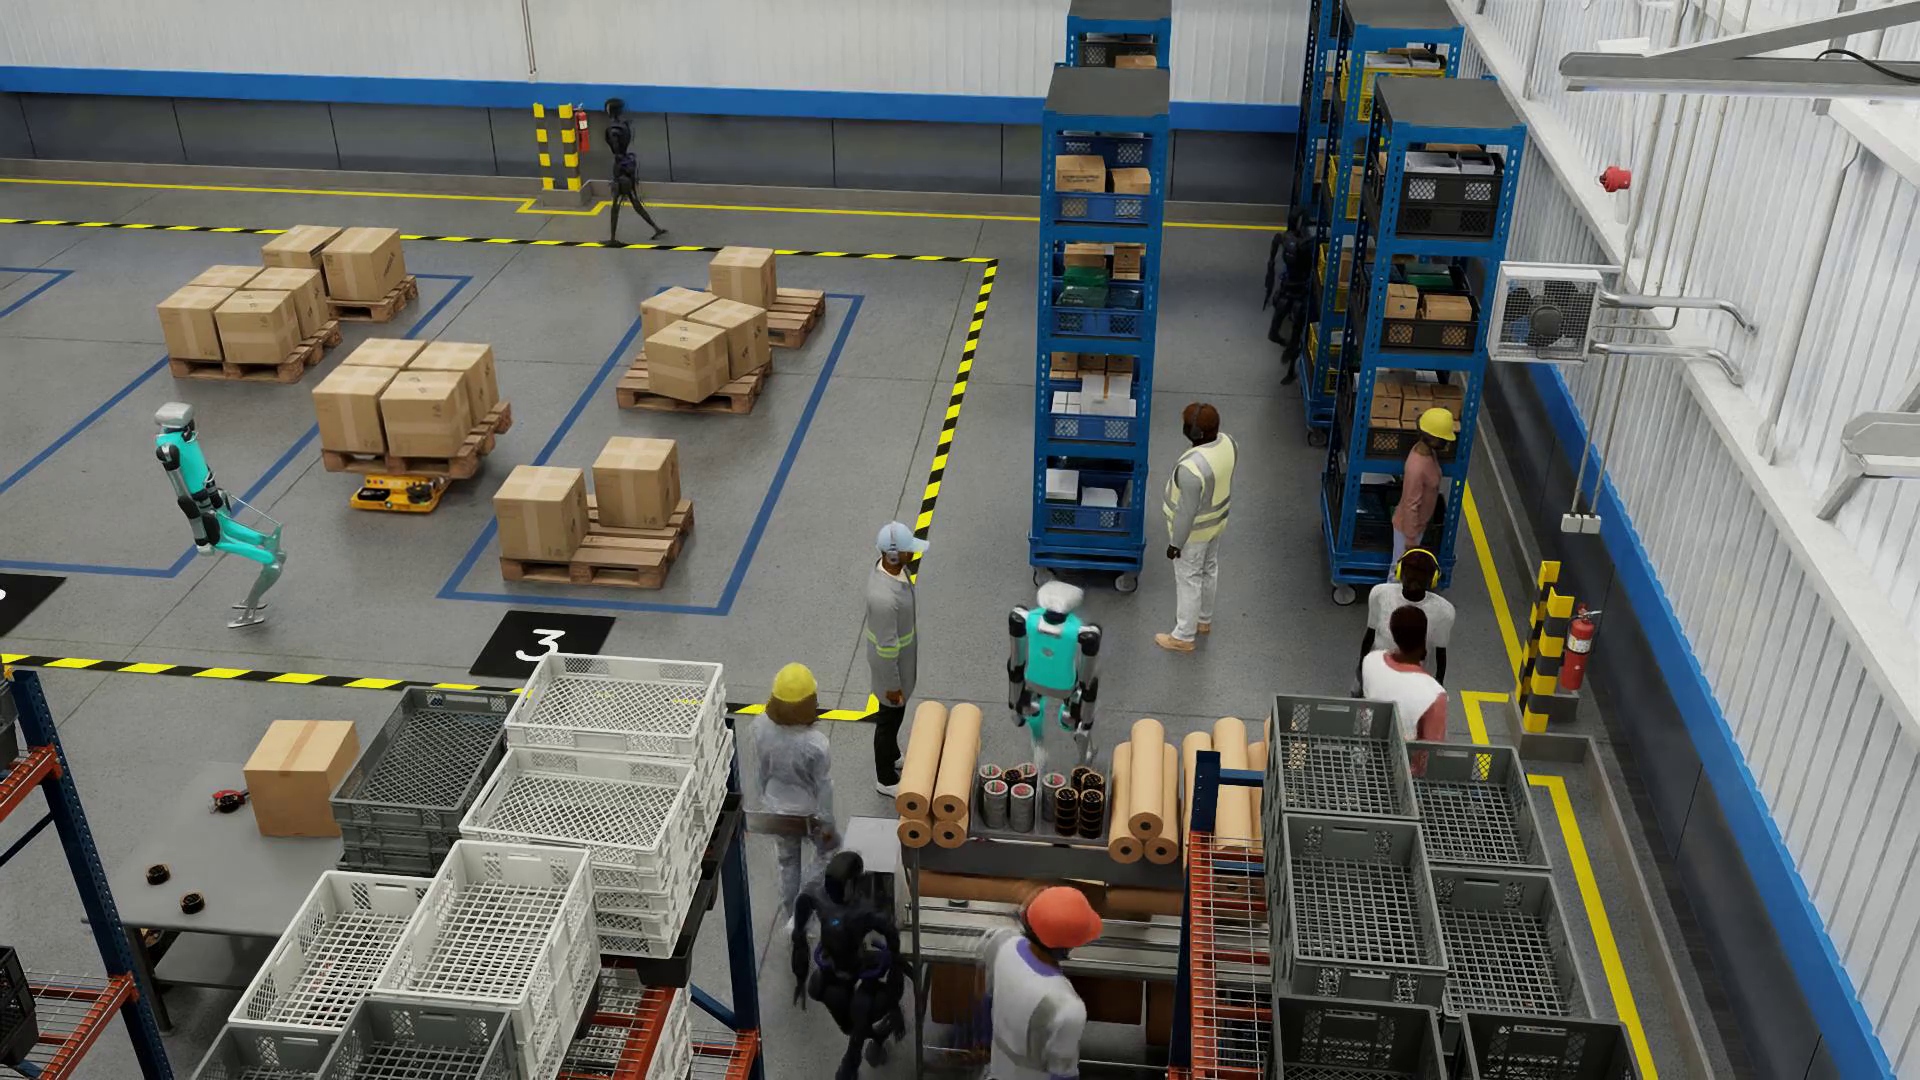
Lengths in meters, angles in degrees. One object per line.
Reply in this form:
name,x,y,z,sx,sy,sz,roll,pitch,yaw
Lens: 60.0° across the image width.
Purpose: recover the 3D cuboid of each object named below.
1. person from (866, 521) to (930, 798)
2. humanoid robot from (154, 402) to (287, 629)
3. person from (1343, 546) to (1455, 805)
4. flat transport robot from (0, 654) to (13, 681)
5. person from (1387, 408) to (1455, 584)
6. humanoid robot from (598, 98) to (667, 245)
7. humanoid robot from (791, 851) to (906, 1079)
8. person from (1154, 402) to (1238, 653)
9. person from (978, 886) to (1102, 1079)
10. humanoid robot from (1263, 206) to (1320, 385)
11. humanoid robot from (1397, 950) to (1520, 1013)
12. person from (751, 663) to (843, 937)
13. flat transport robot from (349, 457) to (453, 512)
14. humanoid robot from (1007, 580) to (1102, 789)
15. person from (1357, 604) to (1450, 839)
person,-0.362,0.704,9.890,0.384,1.850,0.596,1,30,2
humanoid robot,-4.967,-0.179,11.388,0.735,1.677,0.533,-5,31,-8
person,2.532,0.846,9.642,0.510,1.866,0.340,14,33,23
flat transport robot,-7.142,0.969,11.010,1.431,0.231,0.659,3,30,6
person,3.117,-0.101,11.365,0.320,1.760,0.522,11,32,19
humanoid robot,-3.656,-4.035,18.250,0.748,1.643,0.588,-2,30,-4
humanoid robot,-0.505,2.051,7.813,0.593,1.641,0.738,11,32,18
person,1.584,-0.094,11.271,0.429,1.843,0.622,19,35,29
person,0.271,2.268,7.073,0.638,2.002,0.664,-19,35,-29
humanoid robot,3.079,-2.244,15.127,0.609,1.650,0.439,22,37,33
humanoid robot,2.329,2.067,7.770,0.600,1.628,0.780,2,30,4
person,-0.853,1.391,8.826,0.497,1.723,0.394,14,33,22
flat transport robot,-4.457,-0.669,13.795,0.652,0.197,1.431,3,30,6
humanoid robot,0.634,0.851,9.772,0.553,1.768,0.974,11,32,18
person,2.371,1.227,8.958,0.542,1.885,0.679,-13,33,-22
